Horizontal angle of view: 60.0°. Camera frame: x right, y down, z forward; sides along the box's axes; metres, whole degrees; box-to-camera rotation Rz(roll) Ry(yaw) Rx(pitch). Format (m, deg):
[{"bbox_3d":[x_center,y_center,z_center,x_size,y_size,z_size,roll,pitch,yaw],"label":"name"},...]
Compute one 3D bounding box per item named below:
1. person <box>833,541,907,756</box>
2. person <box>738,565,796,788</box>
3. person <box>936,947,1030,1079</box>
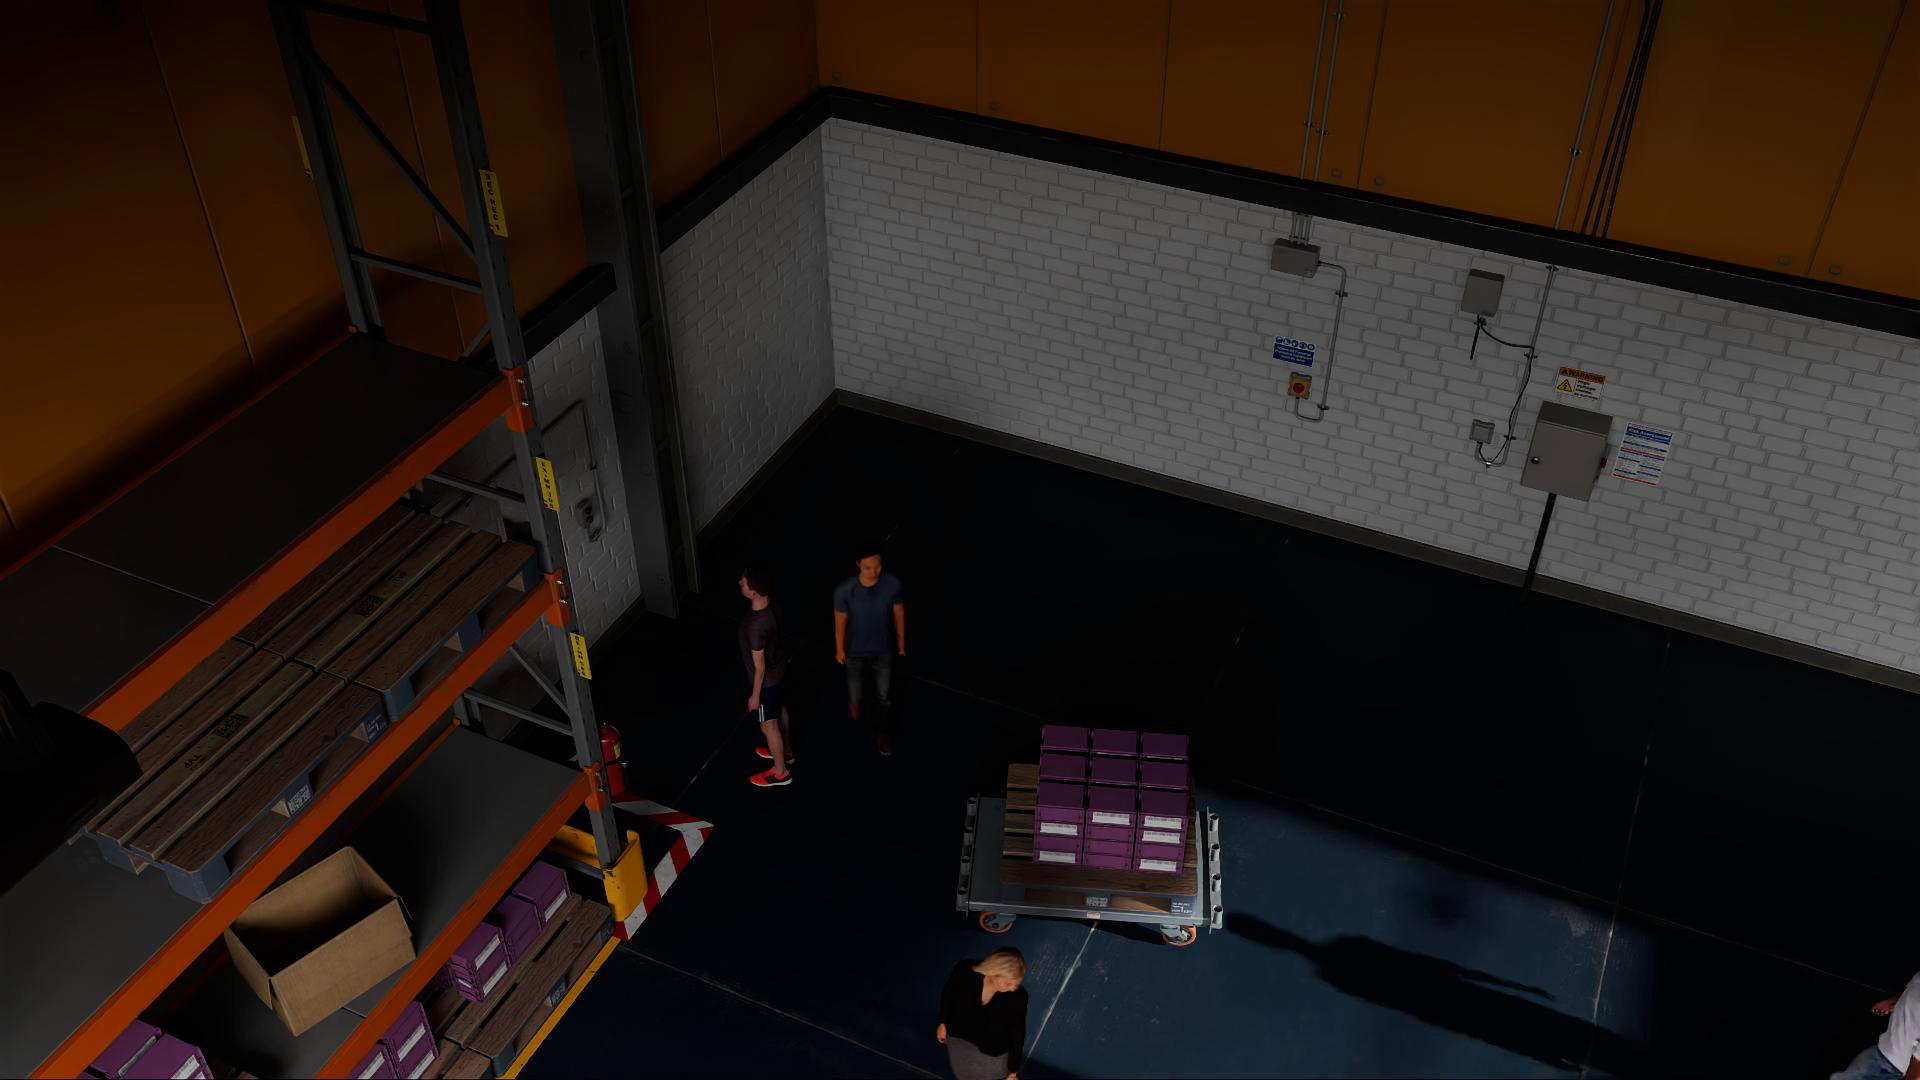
[{"bbox_3d":[-0.647,0.671,11.413,0.881,1.796,0.948,-10,40,-12],"label":"person"},{"bbox_3d":[-1.283,0.893,11.090,0.767,1.853,0.602,4,39,5],"label":"person"},{"bbox_3d":[0.064,2.682,8.888,0.662,1.805,0.536,28,46,30],"label":"person"}]
